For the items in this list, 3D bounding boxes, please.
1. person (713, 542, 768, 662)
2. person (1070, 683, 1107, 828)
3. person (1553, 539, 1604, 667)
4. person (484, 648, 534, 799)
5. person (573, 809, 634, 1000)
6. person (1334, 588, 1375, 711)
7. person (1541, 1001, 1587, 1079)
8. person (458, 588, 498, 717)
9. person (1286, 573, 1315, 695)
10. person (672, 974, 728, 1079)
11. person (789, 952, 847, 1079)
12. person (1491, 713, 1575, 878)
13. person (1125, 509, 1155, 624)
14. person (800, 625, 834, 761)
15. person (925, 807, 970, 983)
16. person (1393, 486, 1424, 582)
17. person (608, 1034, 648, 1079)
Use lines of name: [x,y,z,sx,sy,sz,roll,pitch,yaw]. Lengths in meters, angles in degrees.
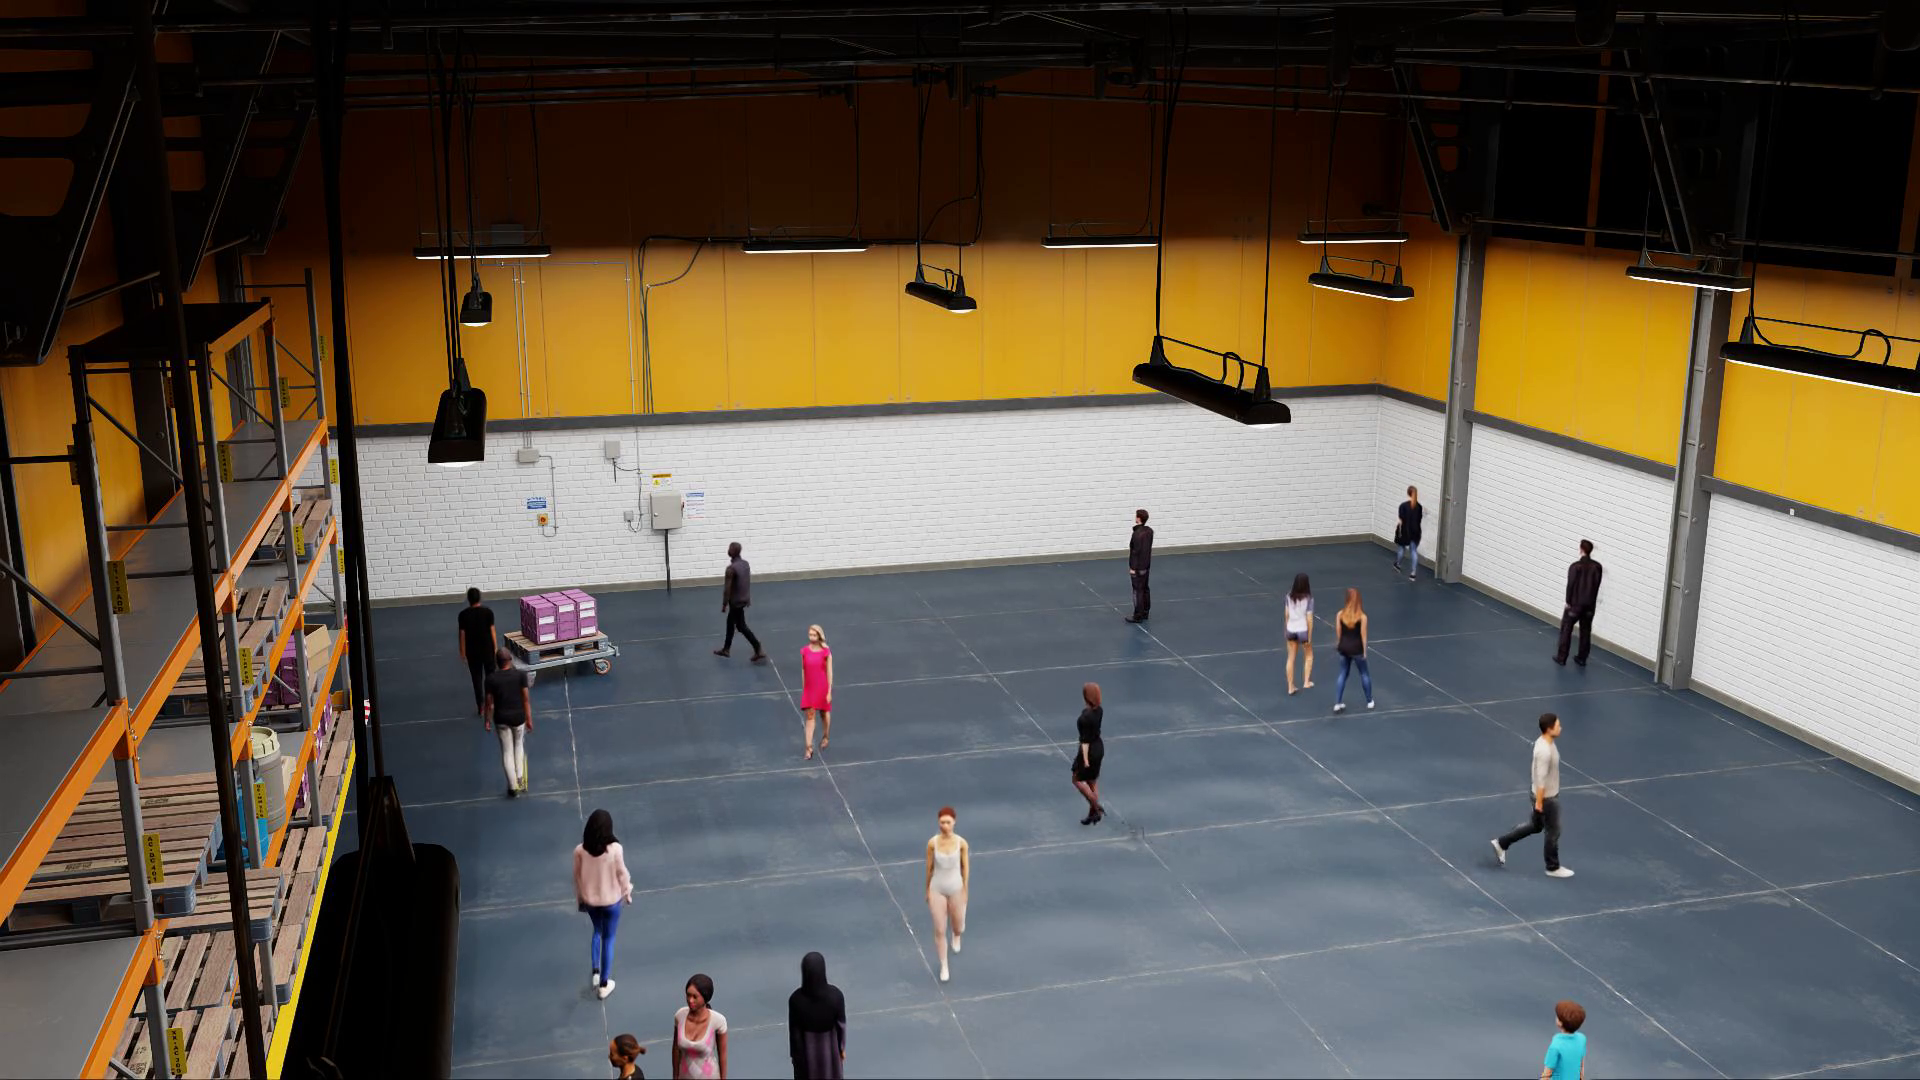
person: [-3.213,0.945,24.558,1.192,1.799,1.216,5,15,21]
person: [1.533,2.428,18.651,0.819,1.695,0.757,10,17,35]
person: [9.138,0.933,24.381,0.758,1.904,0.731,-1,14,-4]
person: [-5.280,2.170,19.534,0.783,1.782,0.975,-6,15,-24]
person: [-3.242,3.301,14.929,0.751,1.751,0.761,3,14,11]
person: [5.234,1.524,22.431,0.947,1.674,0.993,11,17,37]
person: [4.495,4.110,12.281,0.697,1.425,0.991,-8,16,-30]
person: [-6.447,1.514,22.311,0.673,1.749,0.679,-3,14,-11]
person: [4.679,1.321,23.175,0.814,1.718,0.872,8,16,30]
person: [-1.893,3.979,12.148,0.646,1.741,0.658,3,14,13]
person: [-1.091,3.904,12.731,0.624,1.614,0.614,-2,14,-8]
person: [6.039,2.666,17.473,1.045,1.788,1.118,4,14,16]
person: [2.906,0.404,26.704,0.838,1.839,0.777,8,16,29]
person: [-1.760,1.880,20.949,0.886,1.680,1.104,3,14,12]
person: [-0.121,3.241,15.435,0.677,1.629,0.867,0,14,0]
person: [7.913,-0.081,29.149,0.780,1.632,1.153,-1,14,-4]
person: [-2.242,4.177,11.493,0.655,1.665,0.454,-3,14,-12]
